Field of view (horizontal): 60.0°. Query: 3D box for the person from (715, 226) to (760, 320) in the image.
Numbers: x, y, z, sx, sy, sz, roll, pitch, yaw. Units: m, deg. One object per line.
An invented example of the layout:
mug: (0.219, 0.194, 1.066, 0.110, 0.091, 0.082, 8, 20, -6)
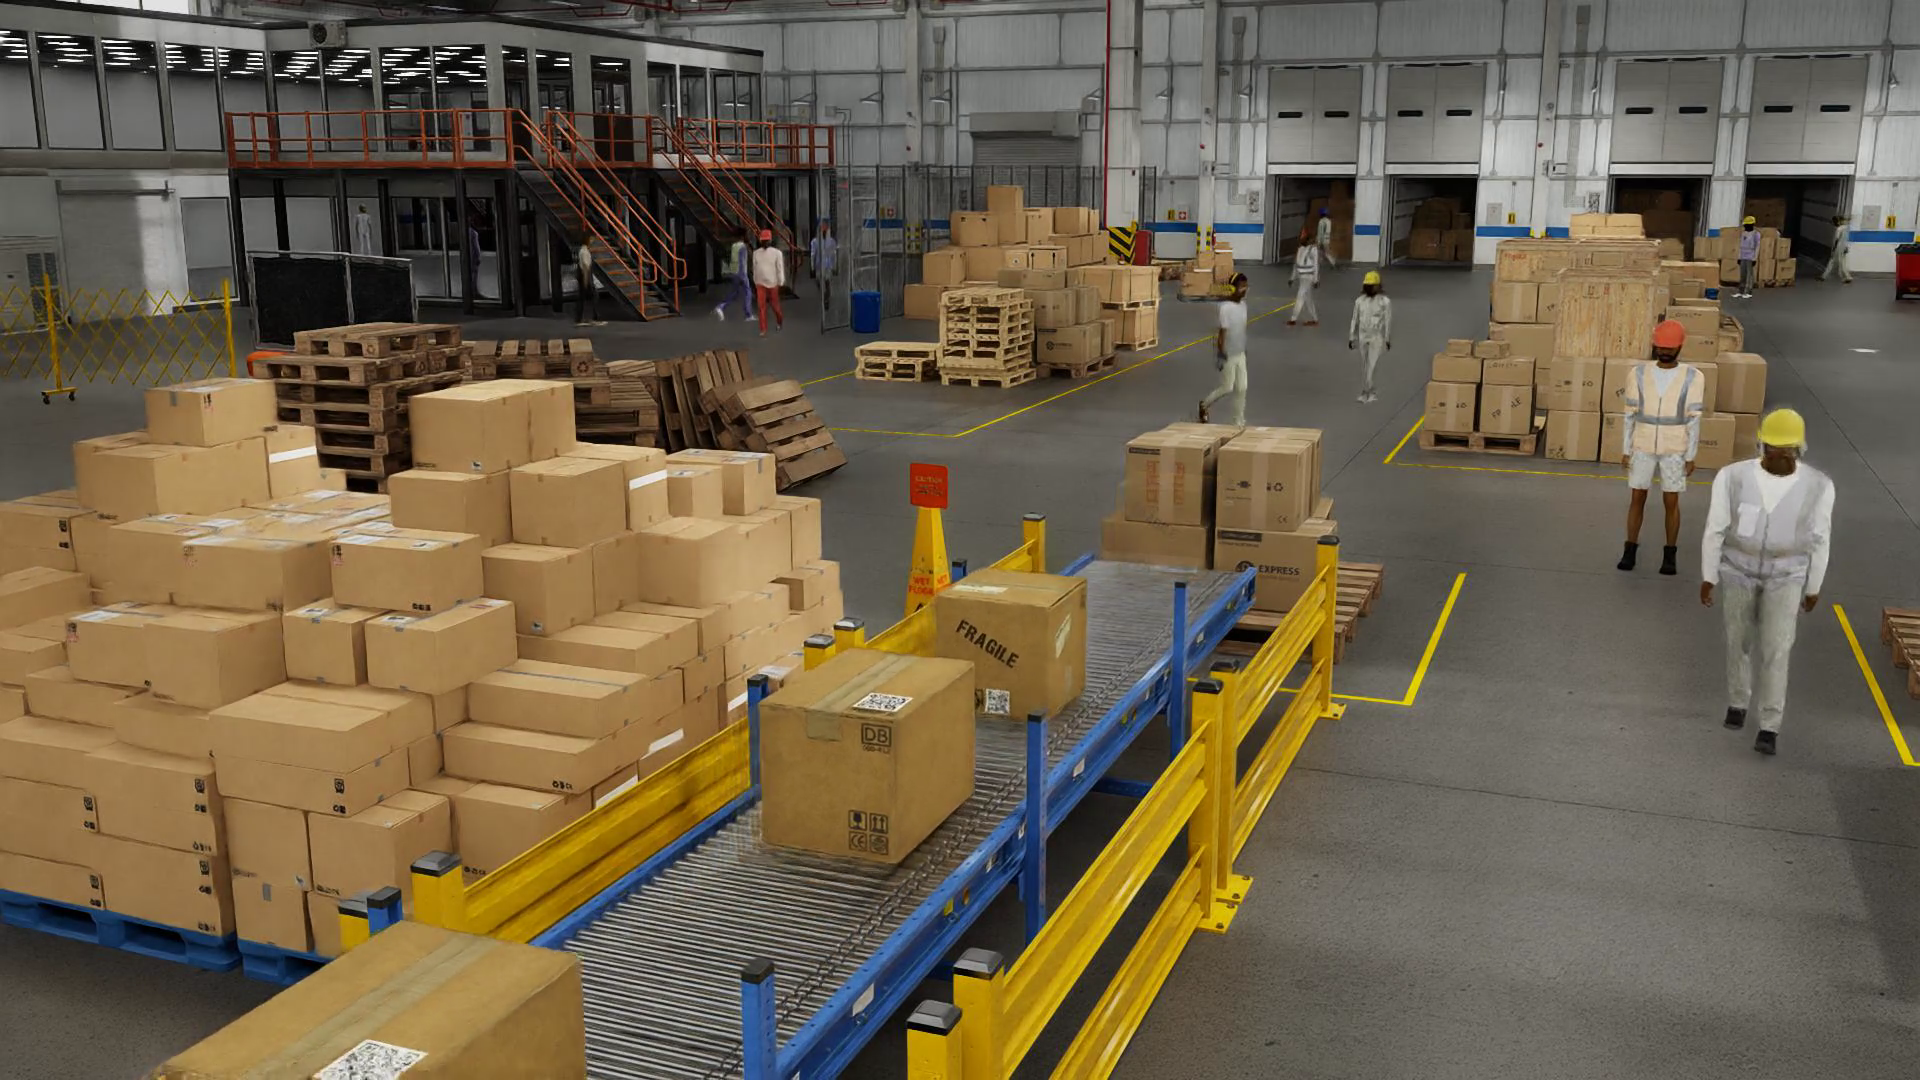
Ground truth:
person: (-4.494, -5.336, 33.379, 0.826, 1.894, 0.601, -6, 14, -26)

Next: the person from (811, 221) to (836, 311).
person: (-2.949, -5.942, 36.033, 0.550, 1.922, 0.620, 1, 13, 5)

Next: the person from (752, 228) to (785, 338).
person: (-3.469, -4.680, 30.257, 0.613, 1.971, 0.767, 3, 13, 13)

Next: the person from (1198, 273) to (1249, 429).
person: (3.104, -2.144, 19.137, 0.529, 1.851, 0.711, -11, 17, -42)

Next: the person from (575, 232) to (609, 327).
person: (-7.110, -5.007, 32.034, 0.793, 1.817, 0.533, -5, 14, -23)

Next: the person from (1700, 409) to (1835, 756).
person: (4.188, 0.216, 8.697, 0.597, 1.788, 0.914, 7, 14, 29)

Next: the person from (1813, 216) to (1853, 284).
person: (23.351, -7.720, 44.266, 0.967, 1.797, 0.586, 6, 14, 27)

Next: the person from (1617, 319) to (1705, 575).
person: (5.234, -0.690, 12.455, 0.542, 1.927, 0.399, 8, 15, 33)

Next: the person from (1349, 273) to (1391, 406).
person: (5.287, -2.593, 21.502, 0.506, 1.694, 0.898, 10, 16, 37)

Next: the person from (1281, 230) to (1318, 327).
person: (6.569, -5.037, 32.111, 0.940, 1.839, 0.575, -4, 13, -17)

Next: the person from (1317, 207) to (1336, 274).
person: (10.583, -8.672, 48.223, 0.552, 1.932, 0.621, 11, 16, 40)

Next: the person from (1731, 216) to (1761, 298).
person: (18.632, -6.688, 39.356, 0.383, 1.921, 0.585, -3, 13, -14)
